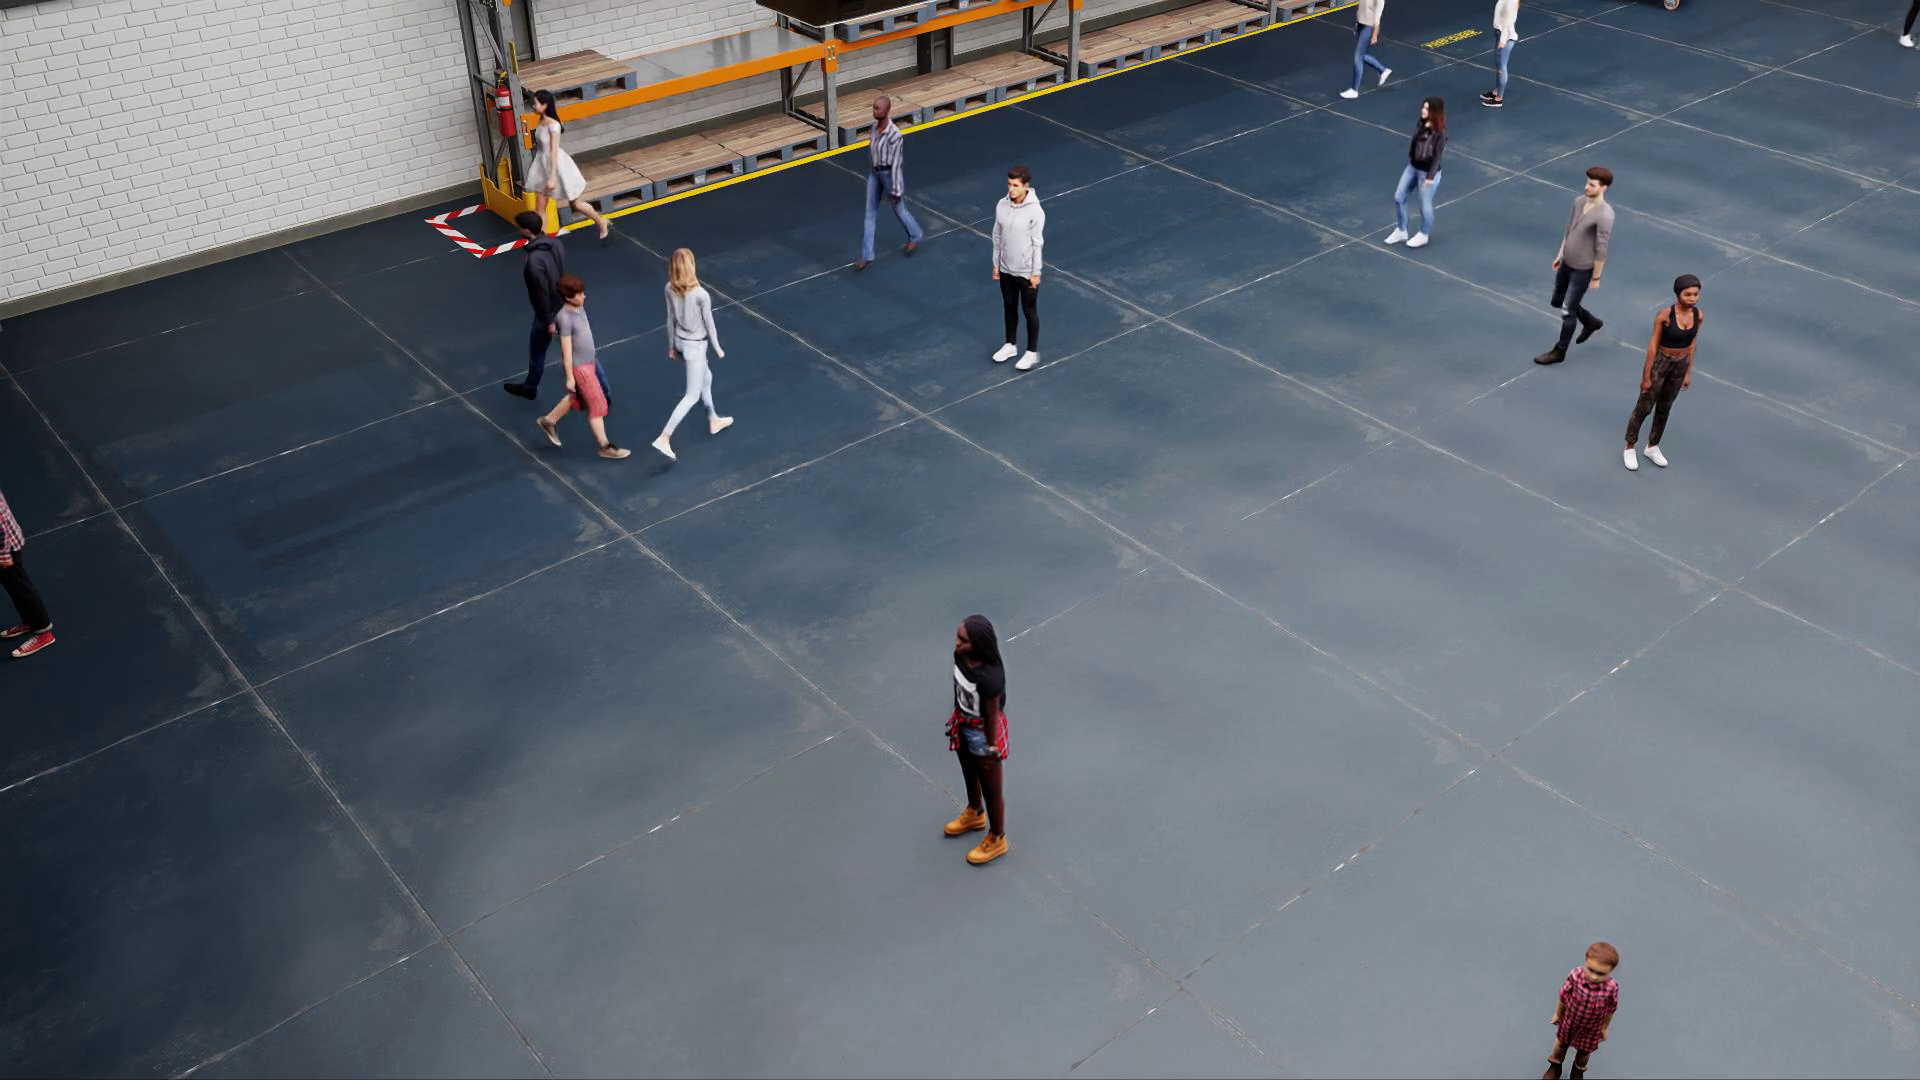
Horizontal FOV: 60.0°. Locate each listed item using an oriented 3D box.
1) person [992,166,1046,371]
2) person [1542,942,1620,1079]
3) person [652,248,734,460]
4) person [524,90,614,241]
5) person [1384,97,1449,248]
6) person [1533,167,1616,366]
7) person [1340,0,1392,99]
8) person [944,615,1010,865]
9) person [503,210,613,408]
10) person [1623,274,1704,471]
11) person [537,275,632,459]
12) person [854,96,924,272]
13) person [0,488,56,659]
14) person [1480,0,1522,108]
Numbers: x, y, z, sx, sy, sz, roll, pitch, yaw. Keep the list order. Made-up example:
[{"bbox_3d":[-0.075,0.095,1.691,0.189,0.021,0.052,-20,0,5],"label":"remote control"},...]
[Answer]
[{"bbox_3d":[0.551,-2.481,15.047,0.737,1.926,0.709,19,38,26],"label":"person"},{"bbox_3d":[3.185,2.429,8.476,0.490,1.022,0.519,16,37,22],"label":"person"},{"bbox_3d":[-2.273,-1.501,13.726,0.754,1.755,1.234,24,41,32],"label":"person"},{"bbox_3d":[-4.086,-3.754,17.130,1.158,1.739,0.640,-23,40,-30],"label":"person"},{"bbox_3d":[4.903,-3.843,17.372,0.792,1.620,0.762,-13,36,-19],"label":"person"},{"bbox_3d":[5.695,-2.490,15.092,1.077,1.889,0.946,-7,34,-10],"label":"person"},{"bbox_3d":[5.300,-6.545,21.364,1.067,1.702,0.895,-7,34,-11],"label":"person"},{"bbox_3d":[0.118,1.148,9.769,0.618,1.724,0.623,-20,38,-27],"label":"person"},{"bbox_3d":[-3.392,-1.915,14.288,1.225,1.823,1.293,10,35,15],"label":"person"},{"bbox_3d":[5.775,-1.389,13.607,0.624,1.700,0.724,-5,34,-7],"label":"person"},{"bbox_3d":[-3.212,-1.417,13.715,1.068,1.628,1.039,5,34,7],"label":"person"},{"bbox_3d":[-0.684,-3.643,16.954,0.751,1.750,1.183,27,42,35],"label":"person"},{"bbox_3d":[-6.658,-0.017,11.489,0.570,1.761,0.681,-24,41,-32],"label":"person"},{"bbox_3d":[6.918,-6.372,21.111,0.767,1.694,0.675,9,35,13],"label":"person"}]
